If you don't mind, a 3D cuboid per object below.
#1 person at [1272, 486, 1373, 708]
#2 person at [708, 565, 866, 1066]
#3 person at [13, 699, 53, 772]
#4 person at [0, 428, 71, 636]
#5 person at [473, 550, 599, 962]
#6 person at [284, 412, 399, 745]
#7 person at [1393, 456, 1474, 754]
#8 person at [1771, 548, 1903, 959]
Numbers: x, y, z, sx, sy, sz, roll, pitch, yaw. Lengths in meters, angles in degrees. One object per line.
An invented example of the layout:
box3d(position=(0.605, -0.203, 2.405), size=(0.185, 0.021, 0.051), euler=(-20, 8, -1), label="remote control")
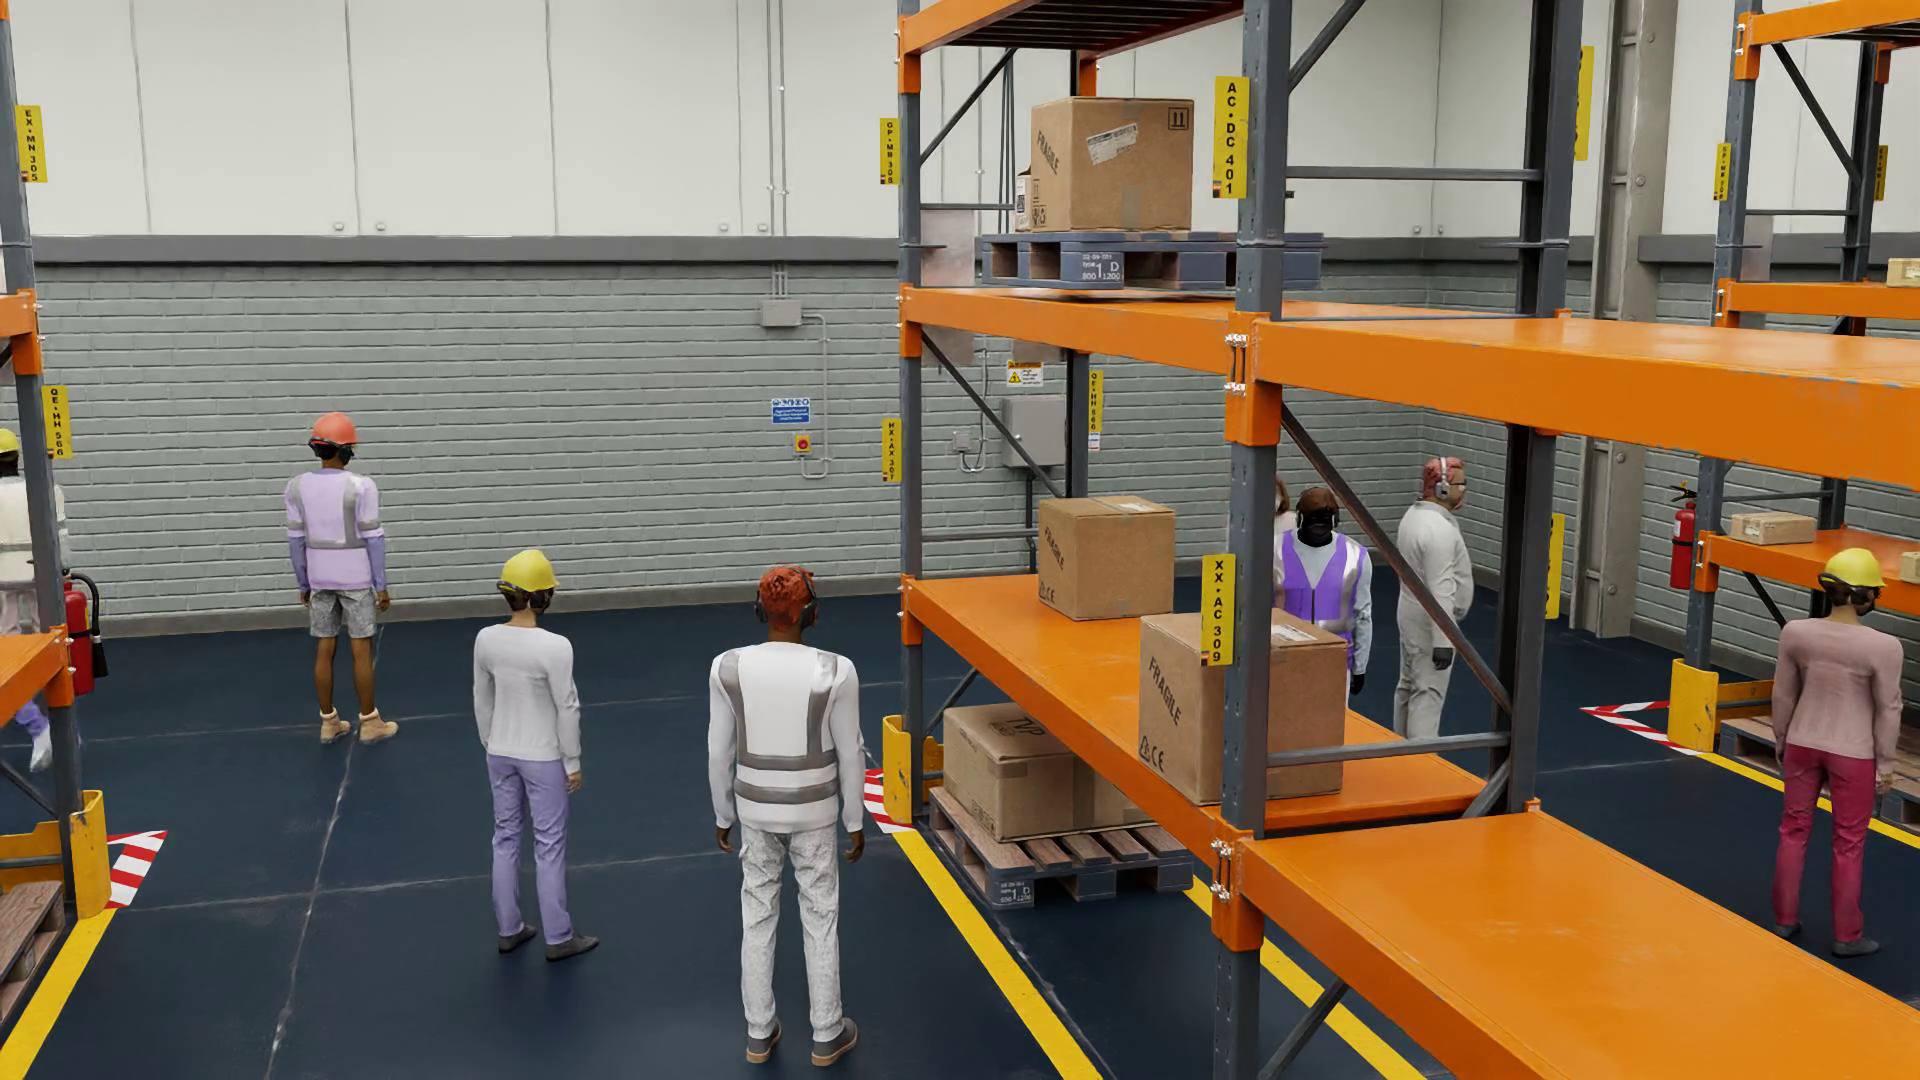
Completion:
box3d(position=(1.806, 0.629, 8.594), size=(0.626, 1.837, 0.428), euler=(1, 10, 8), label="person")
box3d(position=(-0.636, 1.024, 6.182), size=(0.583, 1.882, 0.337), euler=(2, 10, 9), label="person")
box3d(position=(-5.627, 0.448, 9.473), size=(0.835, 1.891, 0.593), euler=(2, 10, 9), label="person")
box3d(position=(-6.043, 0.226, 10.662), size=(0.605, 1.909, 0.446), euler=(-7, 12, -36), label="person")
box3d(position=(-1.832, 0.918, 7.121), size=(0.526, 1.769, 0.330), euler=(5, 11, 26), label="person")
box3d(position=(-3.781, 0.241, 10.188), size=(0.605, 2.045, 0.380), euler=(2, 10, 9), label="person")
box3d(position=(2.619, 0.487, 9.179), size=(0.399, 1.909, 0.642), euler=(0, 10, 1), label="person")
box3d(position=(3.770, 0.909, 7.180), size=(0.329, 1.765, 0.526), euler=(-8, 12, -37), label="person")
